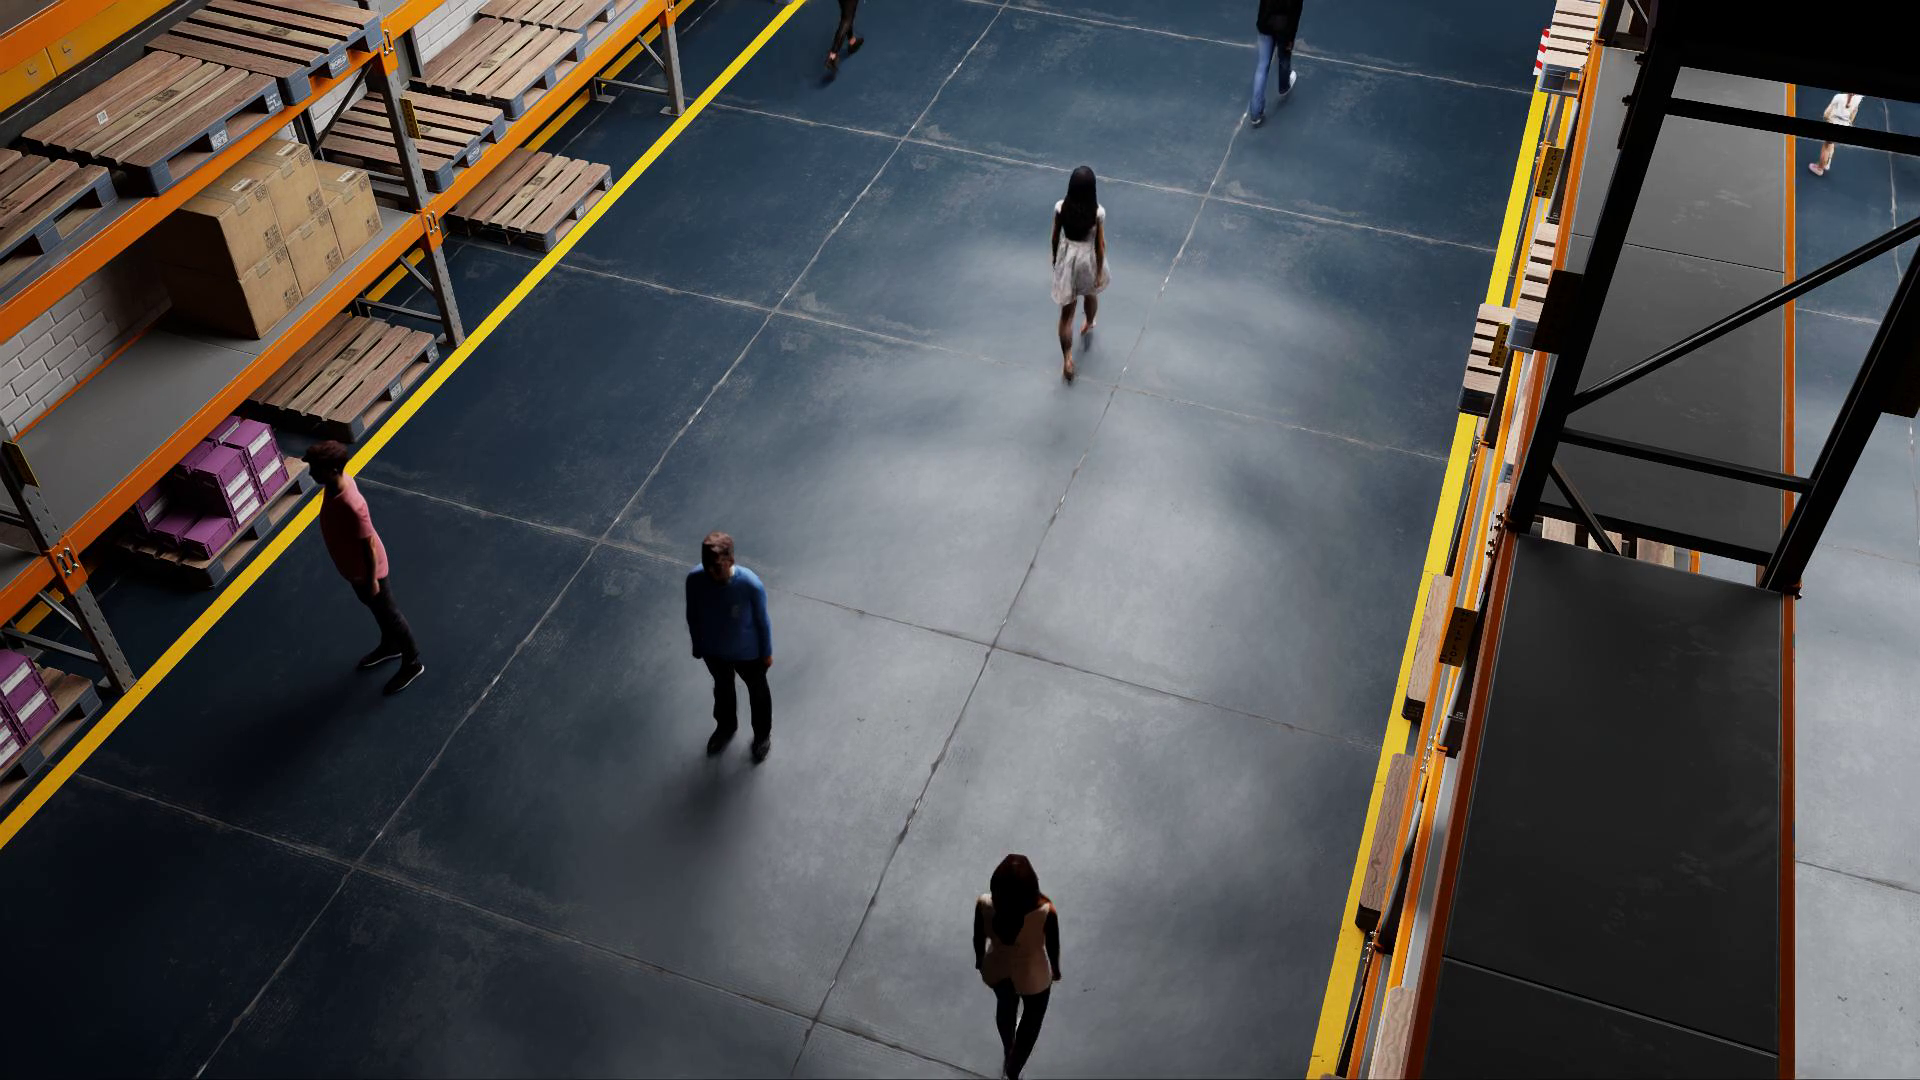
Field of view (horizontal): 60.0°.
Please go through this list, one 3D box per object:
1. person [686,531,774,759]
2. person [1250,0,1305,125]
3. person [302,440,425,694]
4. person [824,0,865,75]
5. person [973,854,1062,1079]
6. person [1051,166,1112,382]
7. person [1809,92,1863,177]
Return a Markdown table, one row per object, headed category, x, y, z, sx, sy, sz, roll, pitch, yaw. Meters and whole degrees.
| category | x | y | z | sx | sy | sz | roll | pitch | yaw |
| --- | --- | --- | --- | --- | --- | --- | --- | --- | --- |
| person | -1.369 | 0.614 | 10.048 | 0.686 | 1.817 | 0.597 | 8 | 44 | 9 |
| person | 2.969 | -4.780 | 15.793 | 0.712 | 1.703 | 1.147 | 20 | 47 | 20 |
| person | -3.739 | 0.140 | 10.443 | 0.705 | 1.958 | 0.703 | -32 | 52 | -29 |
| person | -1.190 | -5.493 | 16.558 | 0.700 | 1.680 | 1.167 | 20 | 47 | 19 |
| person | 0.272 | 2.236 | 8.378 | 0.636 | 1.773 | 0.840 | 11 | 45 | 11 |
| person | 0.896 | -2.024 | 12.874 | 0.706 | 1.738 | 1.062 | 9 | 44 | 10 |
| person | 8.074 | -3.798 | 15.263 | 0.490 | 1.011 | 0.527 | -9 | 44 | -9 |
